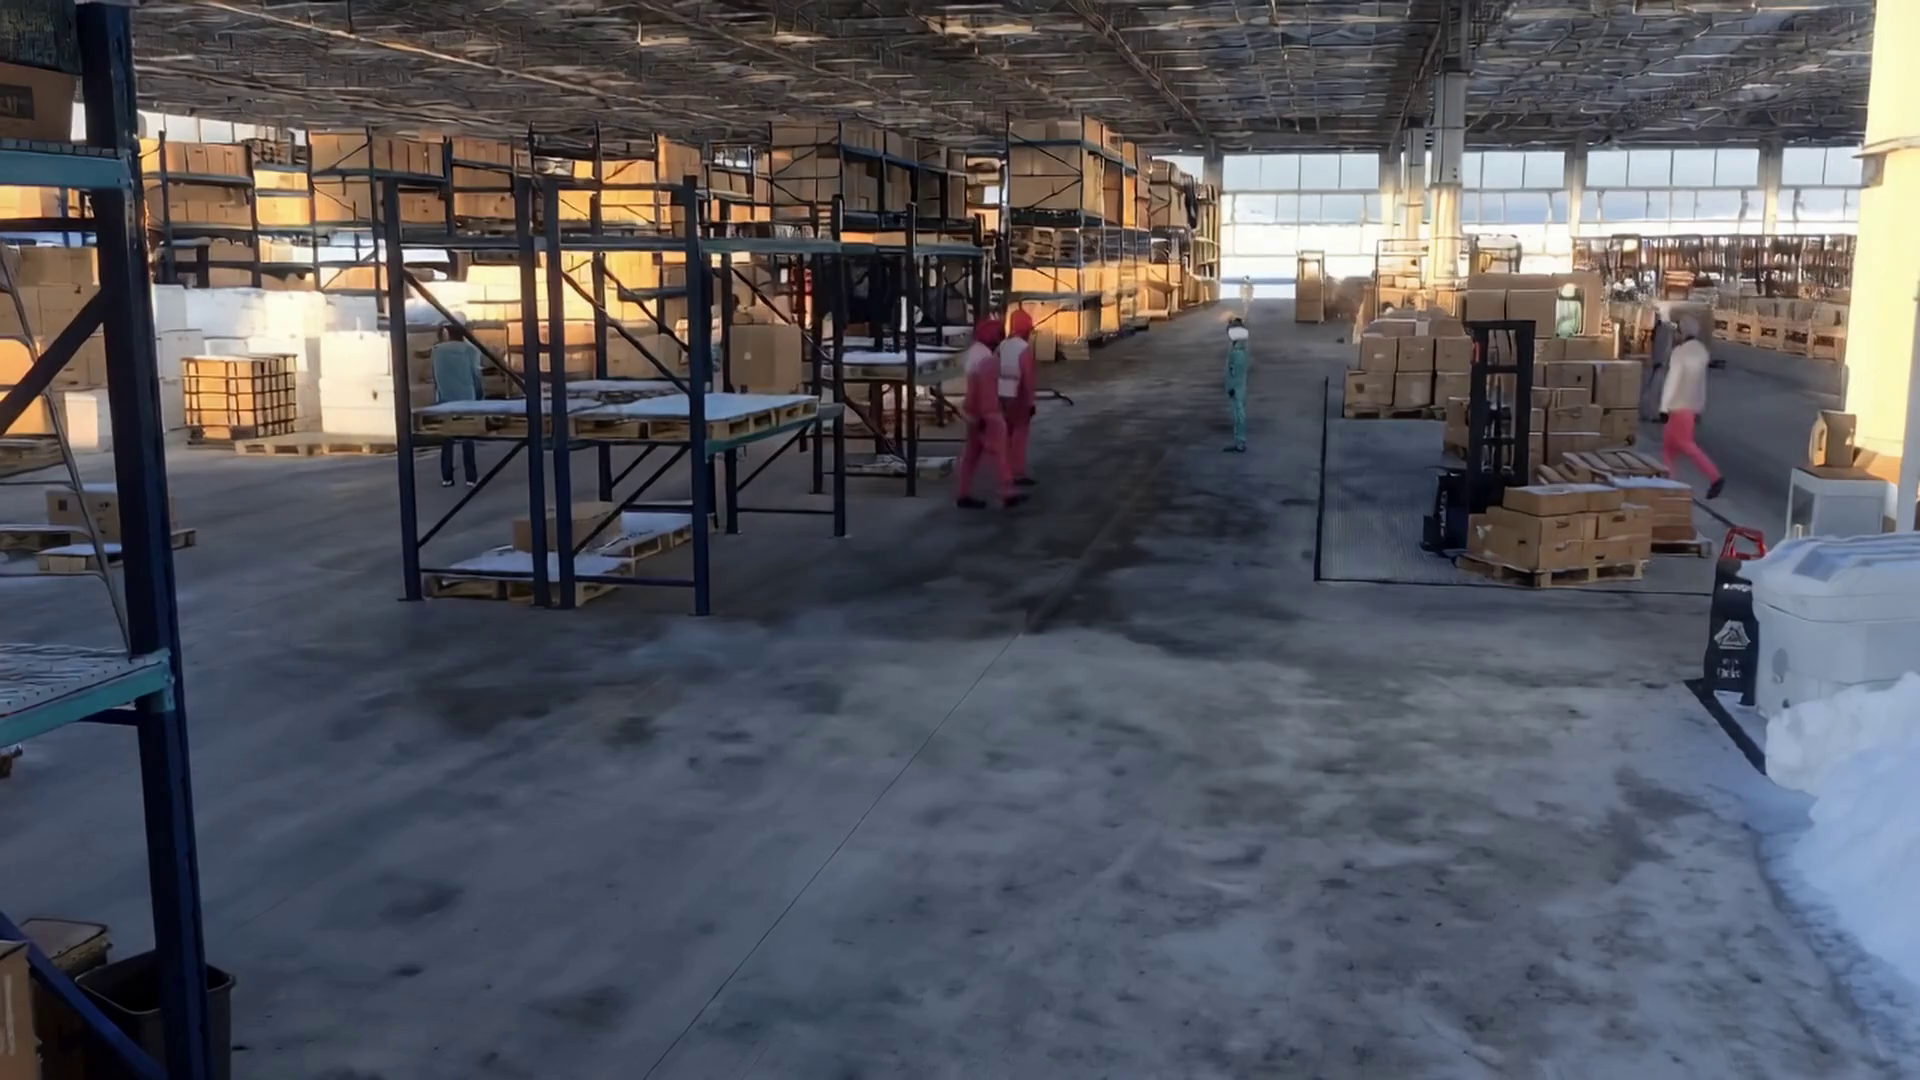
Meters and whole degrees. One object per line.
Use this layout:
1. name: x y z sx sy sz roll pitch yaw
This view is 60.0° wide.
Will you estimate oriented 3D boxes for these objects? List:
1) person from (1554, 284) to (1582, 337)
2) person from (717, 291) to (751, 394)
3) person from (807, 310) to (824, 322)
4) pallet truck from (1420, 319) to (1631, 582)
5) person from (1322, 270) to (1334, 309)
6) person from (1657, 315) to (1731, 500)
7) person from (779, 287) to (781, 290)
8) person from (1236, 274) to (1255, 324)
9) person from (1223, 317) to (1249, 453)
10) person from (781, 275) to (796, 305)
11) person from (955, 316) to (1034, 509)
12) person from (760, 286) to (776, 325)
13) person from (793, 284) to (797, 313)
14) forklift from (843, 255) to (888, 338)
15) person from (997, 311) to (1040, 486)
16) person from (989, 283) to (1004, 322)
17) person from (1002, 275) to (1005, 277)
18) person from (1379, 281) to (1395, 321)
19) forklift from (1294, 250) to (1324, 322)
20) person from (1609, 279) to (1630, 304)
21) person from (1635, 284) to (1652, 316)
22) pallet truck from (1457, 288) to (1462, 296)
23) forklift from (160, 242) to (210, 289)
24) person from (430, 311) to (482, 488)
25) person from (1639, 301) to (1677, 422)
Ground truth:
1. person: 13.155 -4.563 36.016 0.546 1.938 0.361 3 10 16
2. person: -3.621 -2.987 26.598 0.367 1.966 0.607 9 13 44
3. person: -5.701 -9.435 65.894 0.894 1.590 0.518 2 10 14
4. pallet truck: 4.543 -0.757 13.299 0.823 1.965 1.885 -4 10 -22
5. person: 18.179 -12.389 82.320 0.611 1.955 0.992 -3 10 -18
6. person: 7.545 -1.361 17.162 0.907 1.909 0.632 9 13 44
7. person: -7.531 -10.183 70.267 0.451 1.610 0.515 -1 10 -5
8. person: 10.816 -9.129 63.190 0.653 1.885 1.032 5 11 28
9. person: 3.535 -1.980 21.295 0.300 1.743 0.484 3 10 18
10. person: -6.478 -8.951 62.141 0.854 1.895 0.588 8 12 39
11. person: 0.348 -1.247 16.466 0.899 1.902 0.659 -2 10 -13
12. person: -4.490 -4.997 38.829 0.455 1.855 0.553 6 12 34
13. person: -7.527 -11.332 76.270 0.572 1.882 1.004 0 10 3
14. forklift: -2.084 -5.154 36.725 1.129 2.768 1.873 2 10 12
15. person: 0.613 -1.545 18.204 0.371 1.915 0.597 -5 11 -29
16. person: 1.266 -8.200 58.408 0.547 1.643 0.914 -2 10 -12
17. person: 2.372 -13.646 90.257 0.616 1.782 0.922 2 10 12
18. person: 14.387 -7.841 55.675 1.013 1.848 0.672 5 11 27
19. forklift: 13.778 -10.002 65.433 1.129 2.768 1.873 2 10 12
20. person: 21.675 -7.645 54.624 0.626 1.810 0.639 3 10 15
21. person: 23.624 -8.036 57.500 0.544 1.621 0.959 4 11 25
22. pallet truck: 20.506 -9.785 68.819 0.653 1.274 1.630 2 10 12
23. forklift: -16.063 -4.810 34.690 1.129 2.768 1.873 2 10 12
24. person: -5.451 -1.523 18.091 0.584 1.918 0.408 2 10 13
25. person: 10.608 -2.684 25.203 0.863 1.839 0.537 -3 10 -18
